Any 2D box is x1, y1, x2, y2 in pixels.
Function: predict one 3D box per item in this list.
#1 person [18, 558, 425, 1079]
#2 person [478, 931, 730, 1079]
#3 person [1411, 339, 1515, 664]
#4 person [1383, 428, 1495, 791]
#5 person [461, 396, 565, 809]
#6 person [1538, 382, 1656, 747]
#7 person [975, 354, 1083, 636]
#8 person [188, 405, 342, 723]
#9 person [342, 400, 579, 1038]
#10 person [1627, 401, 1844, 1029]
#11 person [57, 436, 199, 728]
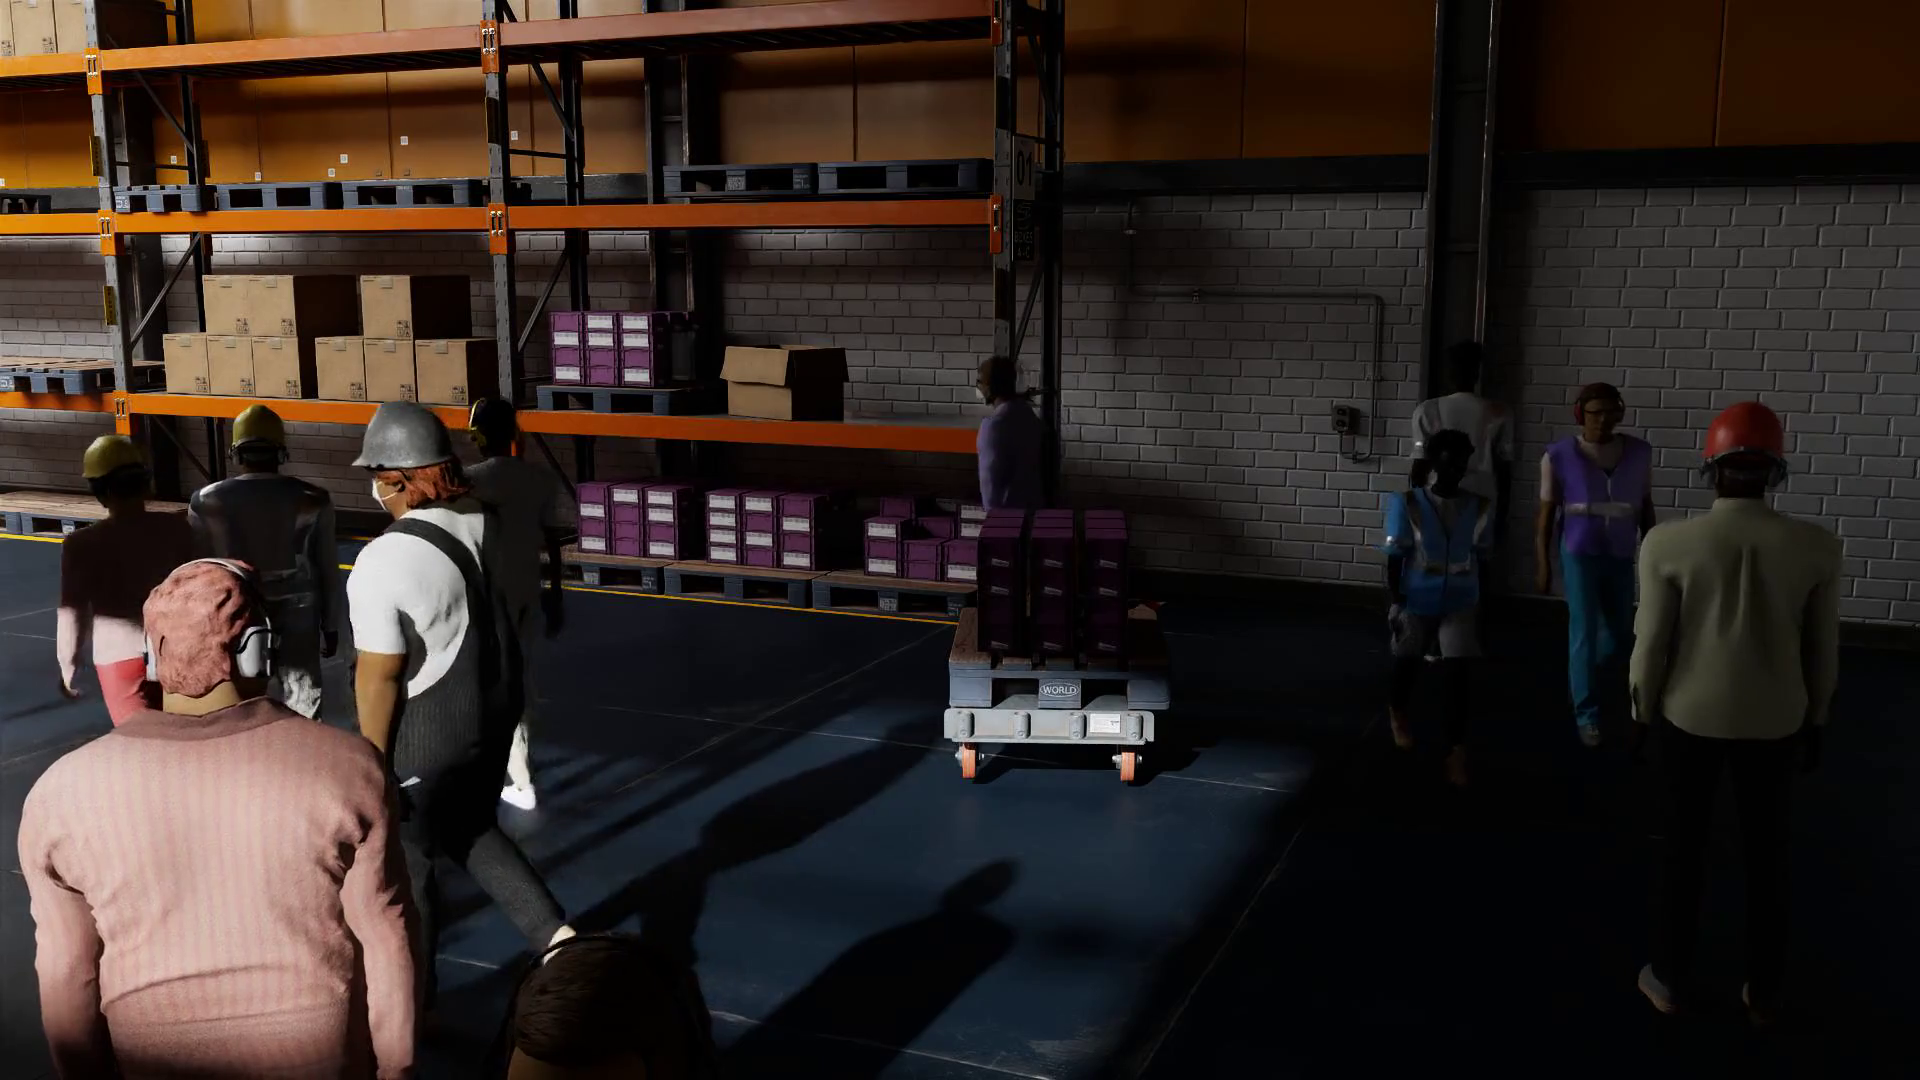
[{"bbox_3d":[-1.304,0.974,3.059,0.636,1.903,0.405,-2,10,-13],"label":"person"},{"bbox_3d":[-0.321,1.251,1.561,0.508,1.847,0.345,4,10,22],"label":"person"},{"bbox_3d":[3.025,-0.229,10.068,0.612,1.963,0.362,2,10,9],"label":"person"},{"bbox_3d":[2.257,0.279,7.939,0.530,1.662,0.853,0,9,3],"label":"person"},{"bbox_3d":[-2.108,0.262,7.551,0.484,1.831,0.828,-7,12,-37],"label":"person"},{"bbox_3d":[3.270,0.097,8.533,0.596,1.820,0.726,0,9,-2],"label":"person"},{"bbox_3d":[0.346,-0.106,9.529,0.821,1.911,0.629,4,10,23],"label":"person"},{"bbox_3d":[-2.942,0.339,7.096,0.586,1.825,0.403,-4,10,-23],"label":"person"},{"bbox_3d":[-1.576,0.558,5.129,0.709,2.000,0.692,5,11,26],"label":"person"},{"bbox_3d":[2.453,0.554,5.306,0.618,1.993,0.393,2,10,14],"label":"person"},{"bbox_3d":[-3.329,0.453,6.633,0.710,1.738,0.549,6,11,33],"label":"person"}]
